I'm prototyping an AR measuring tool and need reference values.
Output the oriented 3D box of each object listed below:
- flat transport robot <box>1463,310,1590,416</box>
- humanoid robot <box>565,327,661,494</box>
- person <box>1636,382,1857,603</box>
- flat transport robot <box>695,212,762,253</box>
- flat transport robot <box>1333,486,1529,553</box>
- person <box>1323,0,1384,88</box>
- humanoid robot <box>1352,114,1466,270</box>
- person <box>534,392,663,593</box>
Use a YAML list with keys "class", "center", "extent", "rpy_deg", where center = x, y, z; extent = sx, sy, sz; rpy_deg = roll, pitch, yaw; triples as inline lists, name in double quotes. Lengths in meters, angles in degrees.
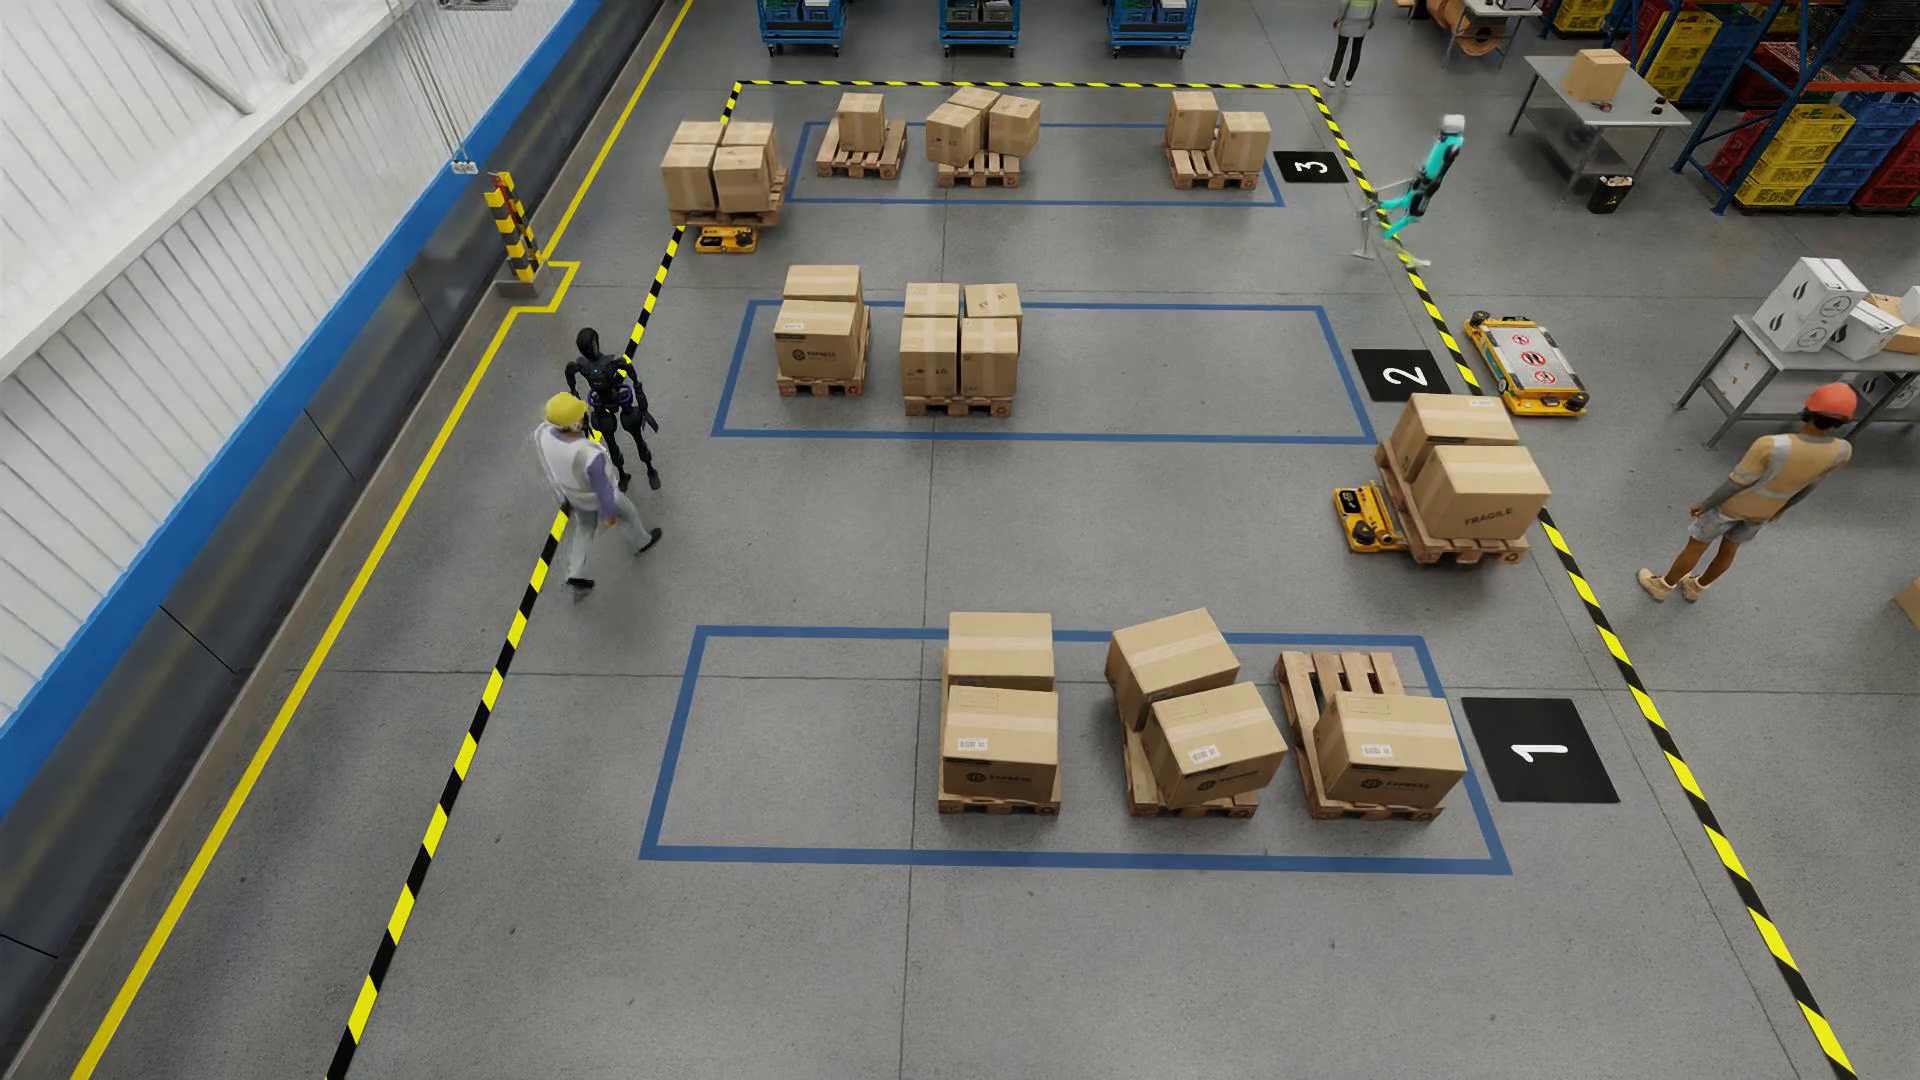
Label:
- class: "flat transport robot"
  center: [5.573, -1.757, 9.054]
  extent: [0.659, 0.231, 1.431]
  rpy_deg: [1, 49, 1]
- class: "humanoid robot"
  center: [-2.808, -1.033, 7.486]
  extent: [0.599, 1.657, 0.315]
  rpy_deg: [-8, 50, -7]
- class: "person"
  center: [5.659, -0.285, 6.614]
  extent: [0.613, 2.031, 0.394]
  rpy_deg: [3, 49, 2]
- class: "flat transport robot"
  center: [-2.680, -3.886, 10.879]
  extent: [0.652, 0.197, 1.431]
  rpy_deg: [1, 49, 1]
- class: "flat transport robot"
  center: [3.950, -0.204, 7.691]
  extent: [1.431, 0.197, 0.652]
  rpy_deg: [1, 49, 1]
- class: "person"
  center: [5.551, -7.344, 12.843]
  extent: [0.590, 1.851, 0.400]
  rpy_deg: [1, 49, 1]
- class: "humanoid robot"
  center: [4.708, -3.637, 9.723]
  extent: [1.047, 1.747, 0.548]
  rpy_deg: [11, 50, 9]
- class: "person"
  center: [-2.785, -0.346, 6.824]
  extent: [0.579, 1.794, 0.857]
  rpy_deg: [19, 52, 16]
